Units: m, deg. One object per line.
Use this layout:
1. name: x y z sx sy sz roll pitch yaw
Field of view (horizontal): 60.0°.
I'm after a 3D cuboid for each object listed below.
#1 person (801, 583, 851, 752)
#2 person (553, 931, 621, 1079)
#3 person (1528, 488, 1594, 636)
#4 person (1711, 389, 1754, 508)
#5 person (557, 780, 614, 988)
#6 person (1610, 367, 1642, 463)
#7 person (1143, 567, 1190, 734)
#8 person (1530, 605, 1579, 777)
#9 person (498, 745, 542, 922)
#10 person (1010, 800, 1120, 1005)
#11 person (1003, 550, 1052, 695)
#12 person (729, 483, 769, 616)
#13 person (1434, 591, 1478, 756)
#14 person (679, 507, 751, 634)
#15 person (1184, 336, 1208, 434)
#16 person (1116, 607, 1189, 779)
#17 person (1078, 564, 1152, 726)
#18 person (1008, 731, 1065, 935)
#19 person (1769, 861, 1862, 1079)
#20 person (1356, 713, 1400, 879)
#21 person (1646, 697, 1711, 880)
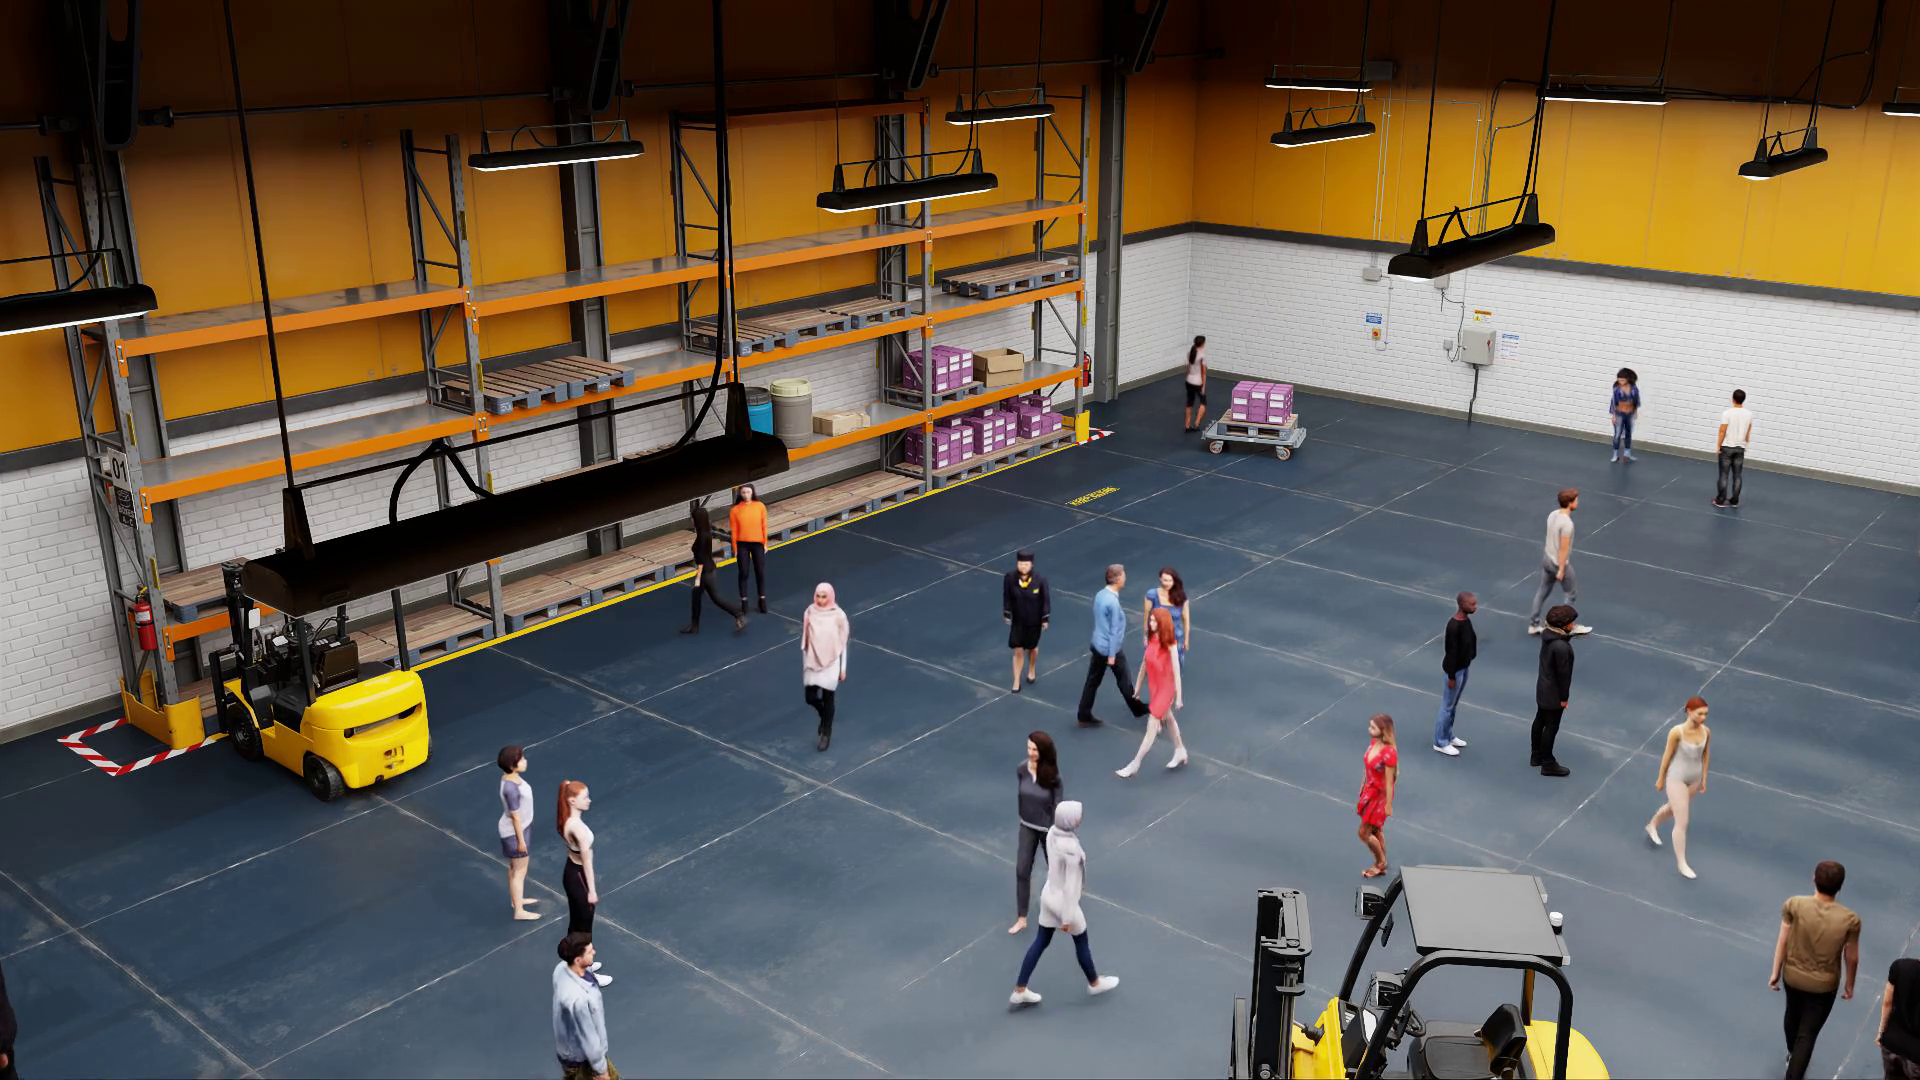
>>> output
1. person: -1.392 1.276 17.281 0.796 1.797 0.858 4 19 13
2. person: -2.589 3.406 10.966 1.050 1.791 0.957 -6 19 -16
3. person: 7.135 0.288 20.107 1.110 1.866 1.025 -4 19 -10
4. person: 11.712 -1.392 25.200 0.702 1.799 0.751 -1 19 -2
5. person: -3.011 2.704 13.127 0.635 1.742 0.649 -10 21 -26
6. person: 11.019 -2.060 27.481 0.800 1.610 0.815 -2 19 -7
7. person: 2.181 1.115 17.769 0.917 1.789 0.989 -1 19 -2
8. person: 5.946 1.487 16.682 0.792 1.779 0.733 -2 19 -5
9. person: -3.770 2.459 14.131 0.674 1.565 0.652 -6 20 -18
10. person: 0.694 2.823 12.788 1.218 1.731 0.944 -8 20 -23
11. person: 0.775 0.885 18.688 1.003 1.639 1.162 4 19 11
12. person: -2.647 0.076 20.920 0.661 1.748 0.766 -6 20 -17
13. person: 5.115 1.342 17.163 0.677 1.748 0.509 12 22 31
14. person: -2.983 0.414 20.140 1.124 1.605 0.992 -4 19 -11
15. person: 4.081 -2.719 29.250 0.668 1.730 0.663 18 25 42
16. person: 2.094 1.520 16.583 1.202 1.781 0.930 -9 21 -25
17. person: 1.478 1.154 17.694 1.239 1.765 1.051 -5 19 -16
18. person: 0.728 2.405 14.025 0.783 1.736 1.139 9 21 25
19. person: 5.964 3.150 11.699 0.719 1.809 1.241 13 23 34
20. person: 3.773 2.271 14.667 0.782 1.580 0.724 -2 19 -7
21. person: 6.469 2.147 15.006 1.062 1.599 1.020 -4 19 -13
